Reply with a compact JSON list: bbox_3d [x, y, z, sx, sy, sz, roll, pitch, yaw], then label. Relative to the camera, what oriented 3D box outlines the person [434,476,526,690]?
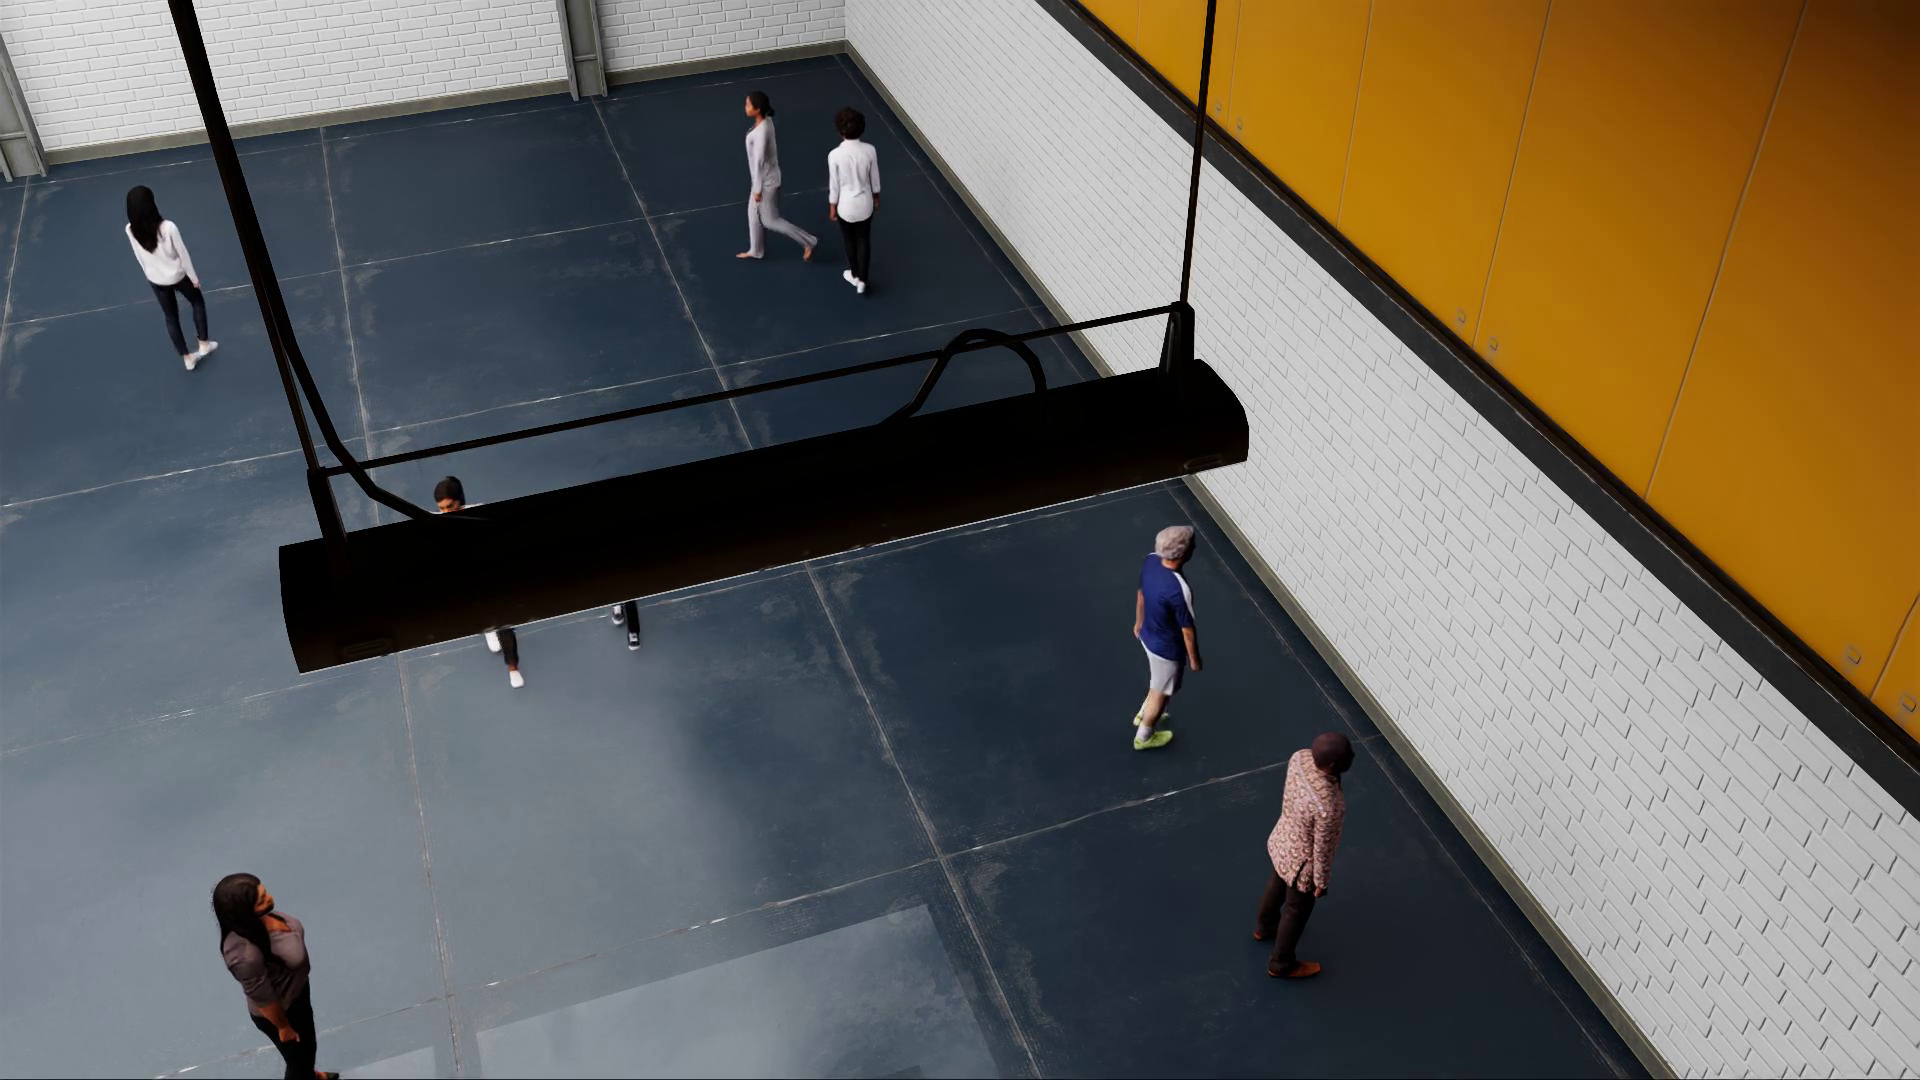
[{"bbox_3d":[-3.329,0.195,11.325,0.971,1.605,0.690,-17,42,-20],"label":"person"}]

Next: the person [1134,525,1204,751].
[{"bbox_3d":[1.235,0.661,10.566,0.597,1.824,0.639,-12,40,-15],"label":"person"}]

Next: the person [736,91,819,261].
[{"bbox_3d":[-1.758,-3.397,15.737,1.122,1.711,0.846,-1,39,-1],"label":"person"}]

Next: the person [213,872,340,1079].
[{"bbox_3d":[-3.462,2.339,8.452,0.579,1.841,0.638,-14,41,-17],"label":"person"}]

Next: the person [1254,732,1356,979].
[{"bbox_3d":[1.890,1.727,9.248,0.638,1.803,0.701,-7,39,-9],"label":"person"}]

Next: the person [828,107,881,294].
[{"bbox_3d":[-0.966,-3.102,15.296,0.632,1.802,0.701,-11,40,-13],"label":"person"}]

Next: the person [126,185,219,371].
[{"bbox_3d":[-6.820,-2.201,14.258,0.679,1.688,0.796,0,39,0],"label":"person"}]
